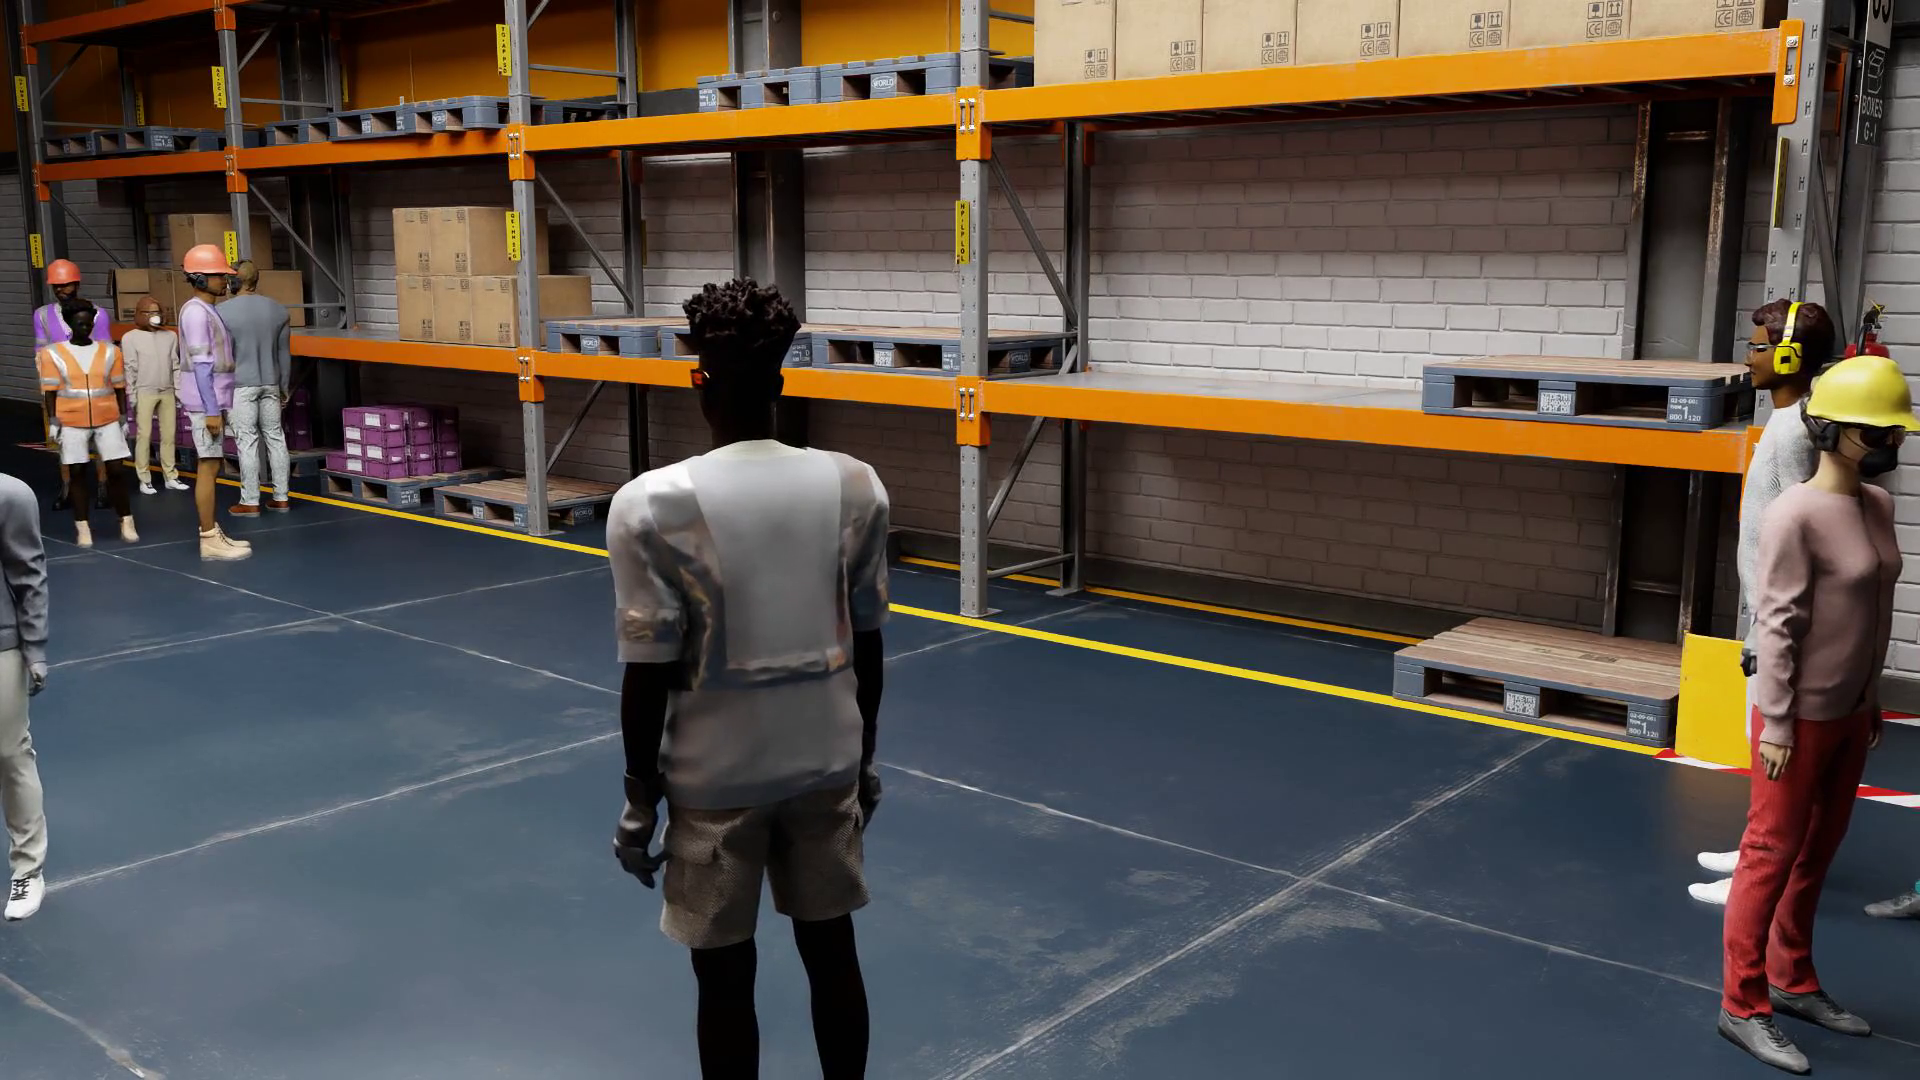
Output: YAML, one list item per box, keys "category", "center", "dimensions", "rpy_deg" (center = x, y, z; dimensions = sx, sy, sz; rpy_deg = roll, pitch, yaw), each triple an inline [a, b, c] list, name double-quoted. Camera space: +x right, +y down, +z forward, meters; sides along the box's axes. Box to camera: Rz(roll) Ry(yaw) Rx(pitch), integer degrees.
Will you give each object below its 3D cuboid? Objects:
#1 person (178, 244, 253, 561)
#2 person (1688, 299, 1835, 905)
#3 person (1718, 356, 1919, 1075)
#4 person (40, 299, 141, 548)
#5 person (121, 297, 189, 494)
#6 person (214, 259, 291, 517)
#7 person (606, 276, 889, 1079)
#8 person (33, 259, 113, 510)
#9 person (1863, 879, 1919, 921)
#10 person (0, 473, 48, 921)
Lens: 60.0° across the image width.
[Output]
- category: "person"
  center: [-4.862, -0.890, 10.841]
  dimensions: [0.389, 2.045, 0.606]
  rpy_deg: [-4, 11, -20]
- category: "person"
  center: [2.487, 0.204, 5.109]
  dimensions: [0.317, 1.870, 0.531]
  rpy_deg: [6, 11, 29]
- category: "person"
  center: [2.159, 0.426, 4.141]
  dimensions: [0.535, 1.766, 0.318]
  rpy_deg: [-7, 12, -36]
- category: "person"
  center: [-5.906, -0.786, 11.275]
  dimensions: [0.539, 1.693, 0.338]
  rpy_deg: [-7, 12, -35]
- category: "person"
  center: [-6.668, -1.194, 13.765]
  dimensions: [0.283, 1.626, 0.492]
  rpy_deg: [6, 12, 30]
- category: "person"
  center: [-5.347, -1.142, 12.574]
  dimensions: [0.364, 1.939, 0.636]
  rpy_deg: [7, 12, 34]
- category: "person"
  center: [-0.419, 0.456, 3.396]
  dimensions: [0.607, 1.966, 0.373]
  rpy_deg: [-6, 12, -31]
- category: "person"
  center: [-6.834, -1.191, 12.856]
  dimensions: [0.548, 1.937, 0.379]
  rpy_deg: [-2, 10, -13]
- category: "person"
  center: [3.178, 0.331, 4.791]
  dimensions: [0.803, 1.726, 0.527]
  rpy_deg: [2, 10, 13]
- category: "person"
  center: [-2.992, 0.343, 4.987]
  dimensions: [0.498, 1.633, 0.285]
  rpy_deg: [-1, 10, -3]
